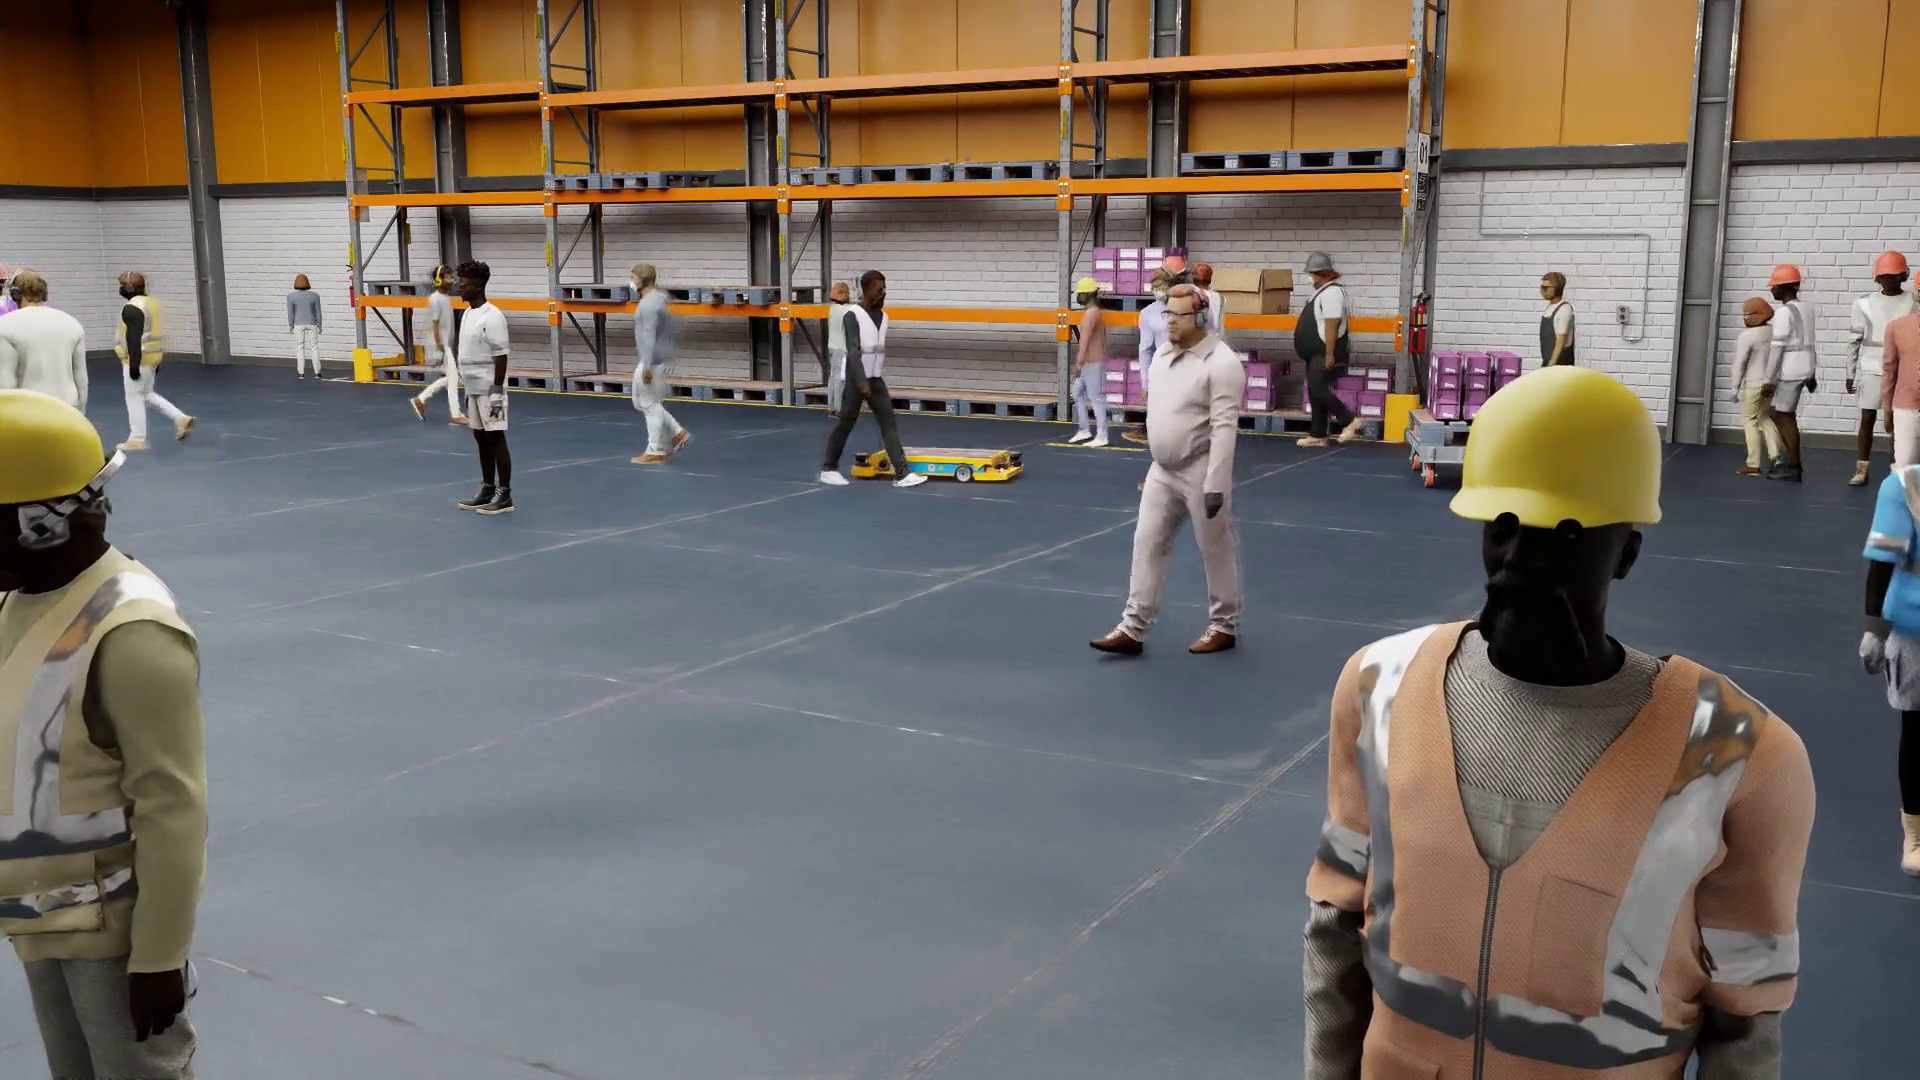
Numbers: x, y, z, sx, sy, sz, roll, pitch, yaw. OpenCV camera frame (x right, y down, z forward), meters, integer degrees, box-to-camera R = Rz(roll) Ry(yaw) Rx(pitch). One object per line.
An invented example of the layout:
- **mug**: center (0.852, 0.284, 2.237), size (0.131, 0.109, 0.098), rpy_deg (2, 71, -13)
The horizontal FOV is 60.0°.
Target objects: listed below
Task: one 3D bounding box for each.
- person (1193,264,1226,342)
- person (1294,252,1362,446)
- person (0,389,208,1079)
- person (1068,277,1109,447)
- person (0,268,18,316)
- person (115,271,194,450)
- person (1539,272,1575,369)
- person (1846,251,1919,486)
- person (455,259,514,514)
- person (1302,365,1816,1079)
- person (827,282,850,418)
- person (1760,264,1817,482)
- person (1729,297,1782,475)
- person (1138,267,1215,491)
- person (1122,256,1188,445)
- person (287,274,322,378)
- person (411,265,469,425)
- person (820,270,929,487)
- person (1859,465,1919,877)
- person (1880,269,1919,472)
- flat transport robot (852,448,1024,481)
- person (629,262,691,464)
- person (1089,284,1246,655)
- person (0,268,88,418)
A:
- **person**: center (2.565, -1.990, 17.706), size (0.576, 1.884, 0.355), rpy_deg (-7, 12, -35)
- **person**: center (3.735, -1.952, 17.047), size (0.630, 2.000, 0.718), rpy_deg (0, 10, 0)
- **person**: center (-1.556, 0.644, 2.957), size (0.589, 1.827, 0.404), rpy_deg (9, 13, 41)
- **person**: center (1.289, -1.829, 17.171), size (0.595, 1.746, 0.544), rpy_deg (2, 10, 12)
- **person**: center (-9.068, -1.620, 15.547), size (0.880, 1.901, 0.580), rpy_deg (-2, 10, -9)
- **person**: center (-8.284, -1.823, 16.945), size (0.631, 1.827, 0.631), rpy_deg (-2, 10, -10)
- **person**: center (5.629, -1.669, 16.077), size (0.865, 1.810, 0.536), rpy_deg (0, 10, -2)
- **person**: center (7.939, -1.453, 14.271), size (0.614, 2.029, 0.408), rpy_deg (6, 12, 32)
- **person**: center (-3.694, -1.176, 12.900), size (0.393, 1.967, 0.624), rpy_deg (-8, 13, -37)
- **person**: center (0.685, 0.751, 2.057), size (0.586, 1.930, 0.357), rpy_deg (7, 12, 36)
- **person**: center (-1.451, -2.287, 20.095), size (0.281, 1.633, 0.501), rpy_deg (-4, 11, -21)
- **person**: center (7.280, -1.461, 14.646), size (0.570, 1.910, 0.500), rpy_deg (-10, 14, -44)
- **person**: center (7.197, -1.376, 14.961), size (0.545, 1.614, 0.398), rpy_deg (-3, 11, -18)
- **person**: center (1.853, -1.314, 13.864), size (0.757, 1.902, 0.379), rpy_deg (3, 11, 18)
- **person**: center (2.134, -1.960, 17.335), size (0.941, 1.952, 0.657), rpy_deg (3, 11, 18)
- **person**: center (-10.279, -3.351, 26.114), size (0.500, 1.636, 0.282), rpy_deg (-4, 11, -22)
- **person**: center (-6.009, -2.250, 19.264), size (0.710, 1.852, 0.528), rpy_deg (-1, 10, -5)
- **person**: center (-0.796, -1.377, 14.302), size (1.023, 1.864, 0.609), rpy_deg (7, 12, 33)
- **person**: center (3.129, 0.320, 5.216), size (0.555, 1.664, 0.765), rpy_deg (4, 11, 24)
- **person**: center (6.777, -0.955, 11.642), size (0.607, 1.966, 0.951), rpy_deg (6, 12, 31)
- **flat transport robot**: center (-0.193, -0.693, 14.926), size (1.431, 0.197, 0.652), rpy_deg (3, 10, 15)
- **person**: center (-2.902, -1.669, 15.791), size (0.493, 1.926, 0.629), rpy_deg (-2, 10, -11)
- **person**: center (1.067, -0.322, 8.275), size (0.926, 1.869, 0.666), rpy_deg (-7, 12, -35)
- **person**: center (-6.217, -0.872, 11.304), size (0.406, 1.929, 0.640), rpy_deg (6, 11, 29)
